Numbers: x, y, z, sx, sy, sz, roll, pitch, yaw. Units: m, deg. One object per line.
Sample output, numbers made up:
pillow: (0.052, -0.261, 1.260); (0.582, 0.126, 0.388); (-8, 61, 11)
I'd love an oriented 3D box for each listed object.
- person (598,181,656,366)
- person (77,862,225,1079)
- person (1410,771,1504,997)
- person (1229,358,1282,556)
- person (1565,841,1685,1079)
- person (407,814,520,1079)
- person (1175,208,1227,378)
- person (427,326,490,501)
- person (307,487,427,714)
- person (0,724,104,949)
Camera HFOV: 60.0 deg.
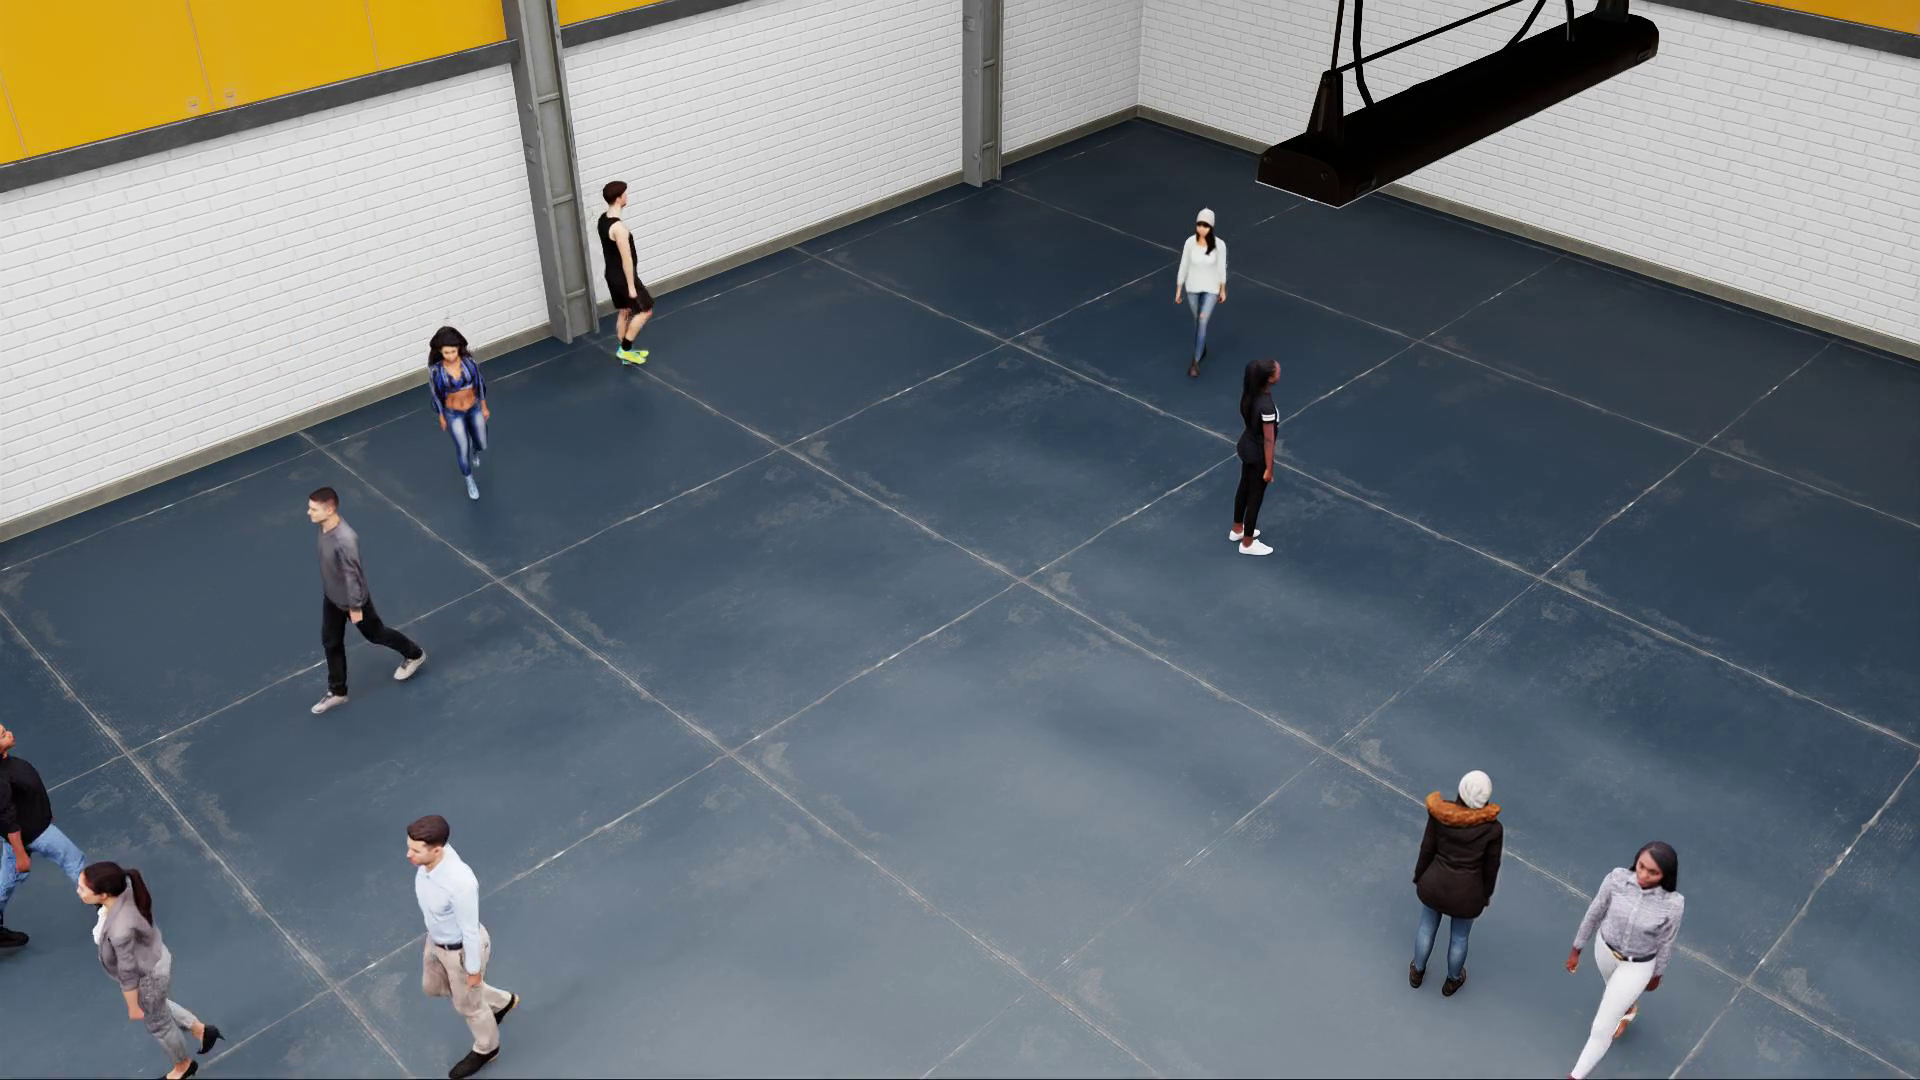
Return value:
person: (-3.323, -2.524, 16.063); (0.697, 1.880, 0.743); (-21, 39, -28)
person: (-4.300, 2.327, 8.956); (0.797, 1.668, 0.757); (-10, 35, -15)
person: (2.833, 1.961, 9.538); (0.697, 1.633, 0.696); (15, 37, 22)
person: (2.405, -0.694, 13.444); (0.737, 1.730, 0.713); (-7, 34, -10)
person: (3.640, 2.255, 9.056); (1.213, 1.677, 0.646); (-27, 42, -34)
person: (-2.673, 2.163, 9.059); (0.735, 1.827, 0.655); (-28, 43, -35)
person: (2.380, -2.468, 16.212); (0.823, 1.621, 1.025); (13, 36, 19)
person: (-4.248, -1.114, 14.184); (0.811, 1.611, 0.831); (-14, 36, -20)
person: (-4.272, 0.375, 11.841); (0.637, 1.725, 1.117); (28, 43, 35)
person: (-5.601, 1.775, 9.797); (1.158, 1.656, 0.672); (-22, 40, -30)
